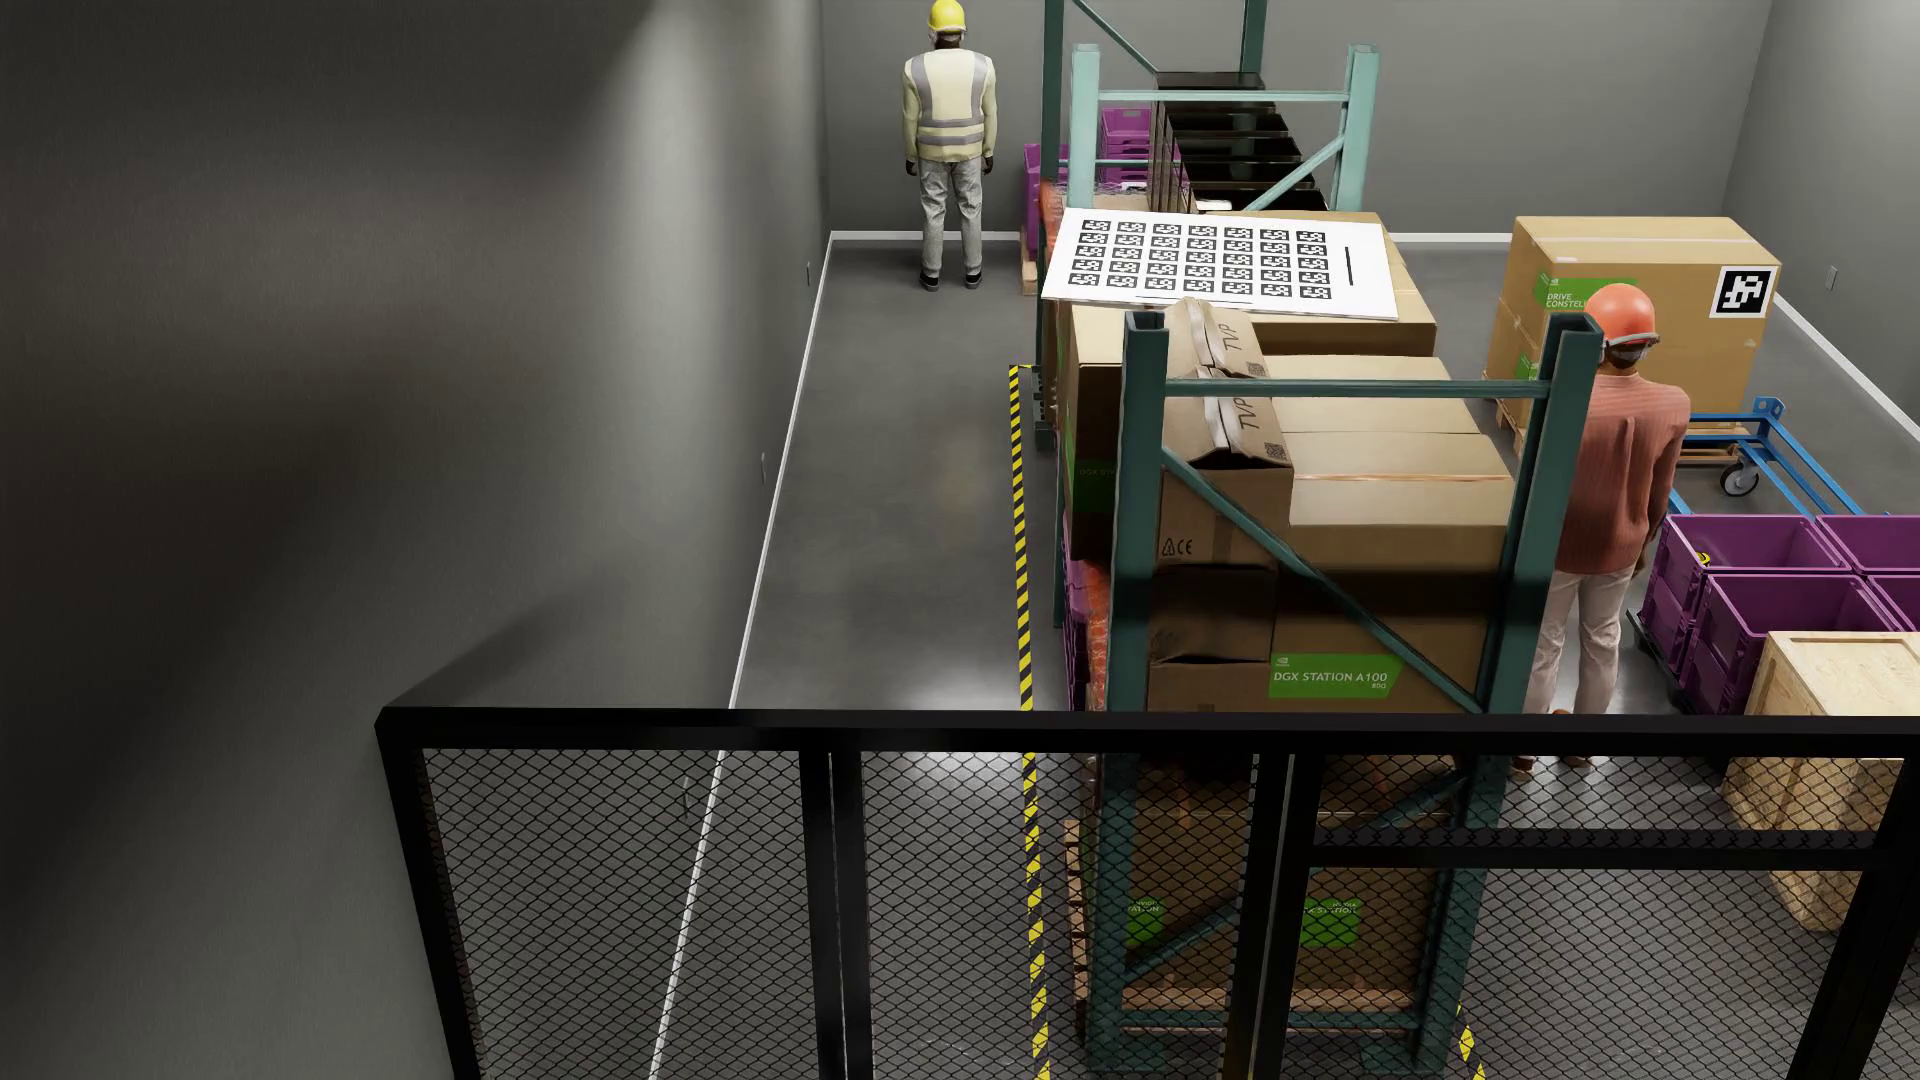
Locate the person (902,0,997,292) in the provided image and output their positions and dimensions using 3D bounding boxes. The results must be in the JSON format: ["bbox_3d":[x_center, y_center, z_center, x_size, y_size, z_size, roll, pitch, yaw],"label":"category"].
[{"bbox_3d":[-0.066,-2.452,10.390,0.590,1.831,0.404,-4,31,-6],"label":"person"}]

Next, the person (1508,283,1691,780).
[{"bbox_3d":[2.287,0.003,6.158,0.612,1.992,0.401,-6,32,-10],"label":"person"}]
